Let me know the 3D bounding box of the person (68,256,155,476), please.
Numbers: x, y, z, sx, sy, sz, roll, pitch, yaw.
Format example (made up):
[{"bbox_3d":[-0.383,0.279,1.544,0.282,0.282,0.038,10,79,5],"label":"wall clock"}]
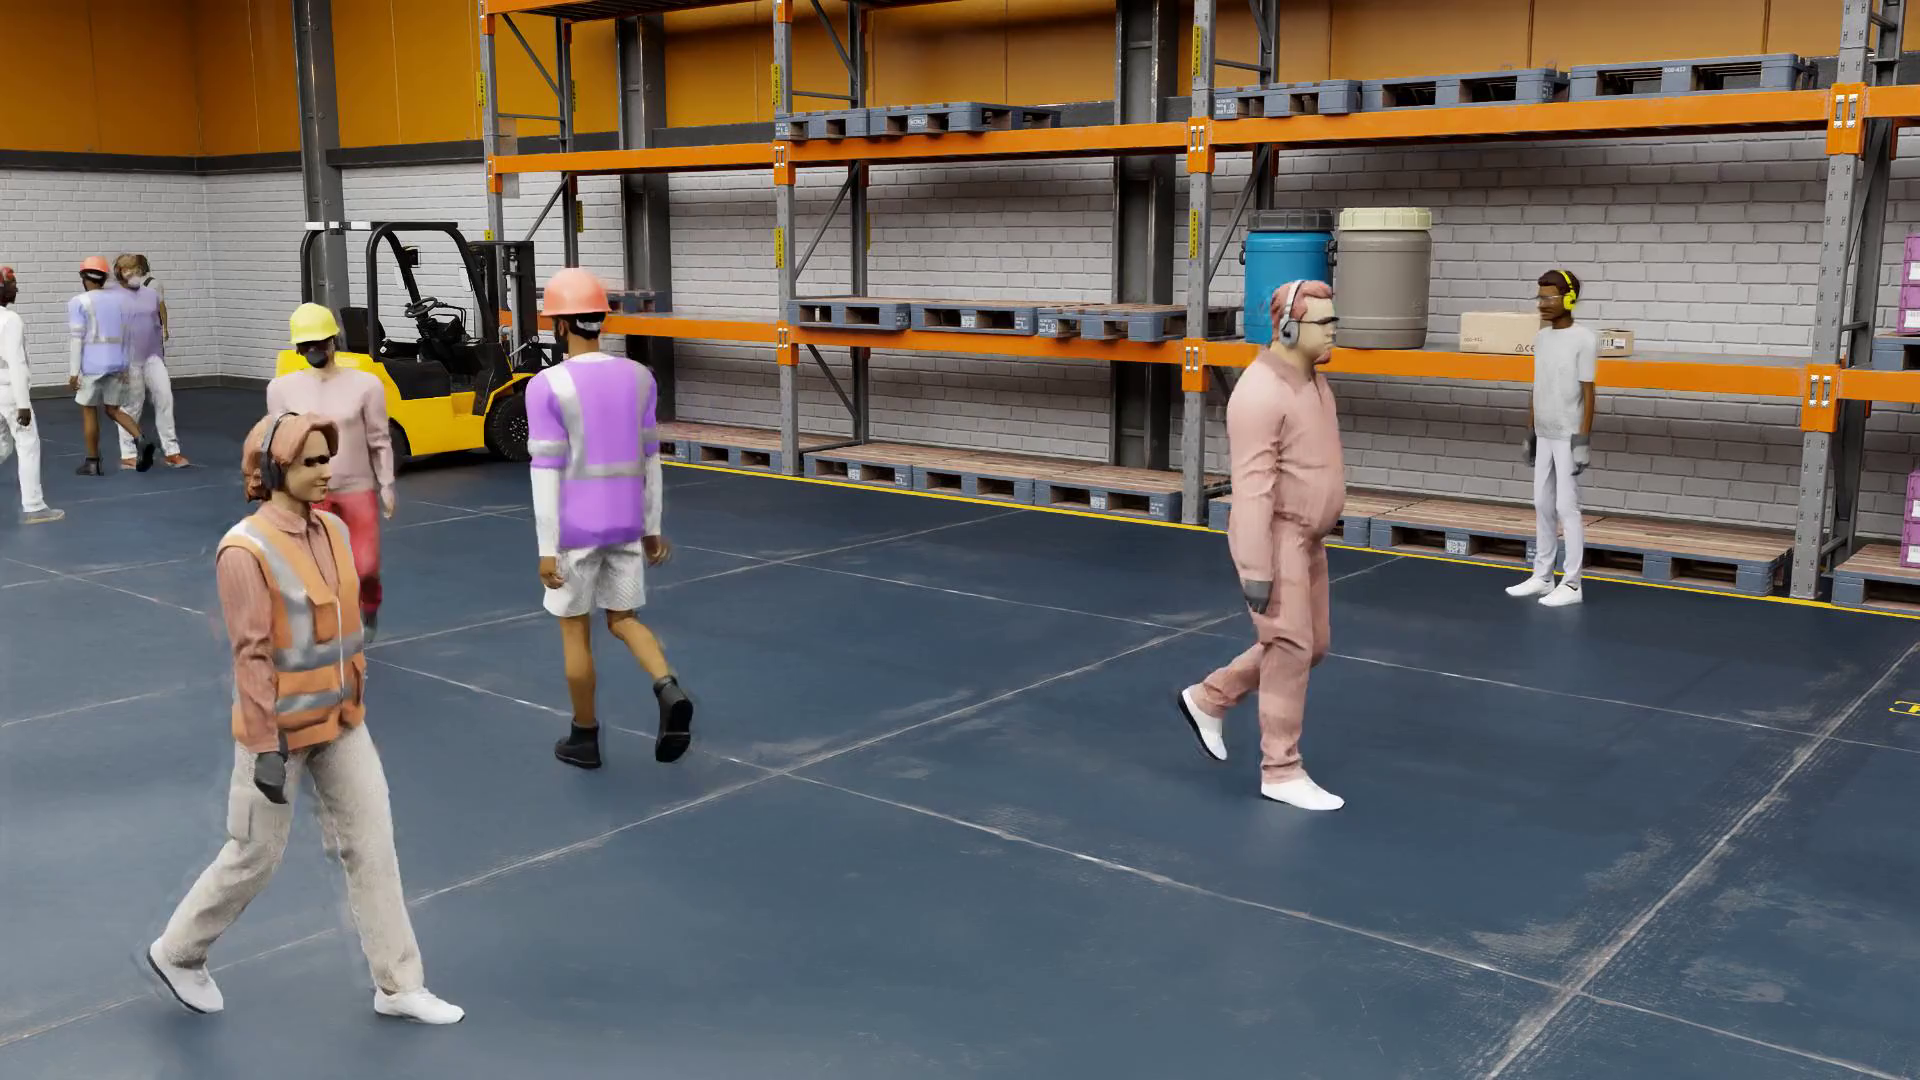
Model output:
[{"bbox_3d":[-7.293,-1.481,14.273,0.708,1.893,0.575,4,11,22],"label":"person"}]

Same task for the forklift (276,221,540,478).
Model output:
[{"bbox_3d":[-4.922,-1.741,14.854,1.214,2.155,2.313,8,13,38],"label":"forklift"}]

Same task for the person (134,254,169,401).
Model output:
[{"bbox_3d":[-10.231,-2.659,20.915,0.506,1.843,0.346,-3,11,-15],"label":"person"}]

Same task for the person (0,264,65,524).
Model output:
[{"bbox_3d":[-6.784,-1.003,11.687,0.587,1.861,0.742,6,12,28],"label":"person"}]

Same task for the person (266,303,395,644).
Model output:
[{"bbox_3d":[-2.912,-0.236,7.768,0.531,1.745,0.589,-2,11,-13],"label":"person"}]

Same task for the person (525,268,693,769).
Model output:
[{"bbox_3d":[-1.303,-0.048,6.212,0.687,1.920,0.564,10,14,44],"label":"person"}]

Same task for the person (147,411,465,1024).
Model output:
[{"bbox_3d":[-1.732,0.467,4.248,0.811,1.609,0.518,2,11,13],"label":"person"}]

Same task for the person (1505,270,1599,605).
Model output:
[{"bbox_3d":[3.332,-0.563,9.284,0.328,1.855,0.541,-3,11,-18],"label":"person"}]

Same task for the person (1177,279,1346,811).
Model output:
[{"bbox_3d":[1.096,0.015,5.957,0.597,1.889,0.671,5,12,27],"label":"person"}]

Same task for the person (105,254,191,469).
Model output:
[{"bbox_3d":[-7.148,-1.547,14.602,0.719,1.896,0.692,4,11,19],"label":"person"}]
